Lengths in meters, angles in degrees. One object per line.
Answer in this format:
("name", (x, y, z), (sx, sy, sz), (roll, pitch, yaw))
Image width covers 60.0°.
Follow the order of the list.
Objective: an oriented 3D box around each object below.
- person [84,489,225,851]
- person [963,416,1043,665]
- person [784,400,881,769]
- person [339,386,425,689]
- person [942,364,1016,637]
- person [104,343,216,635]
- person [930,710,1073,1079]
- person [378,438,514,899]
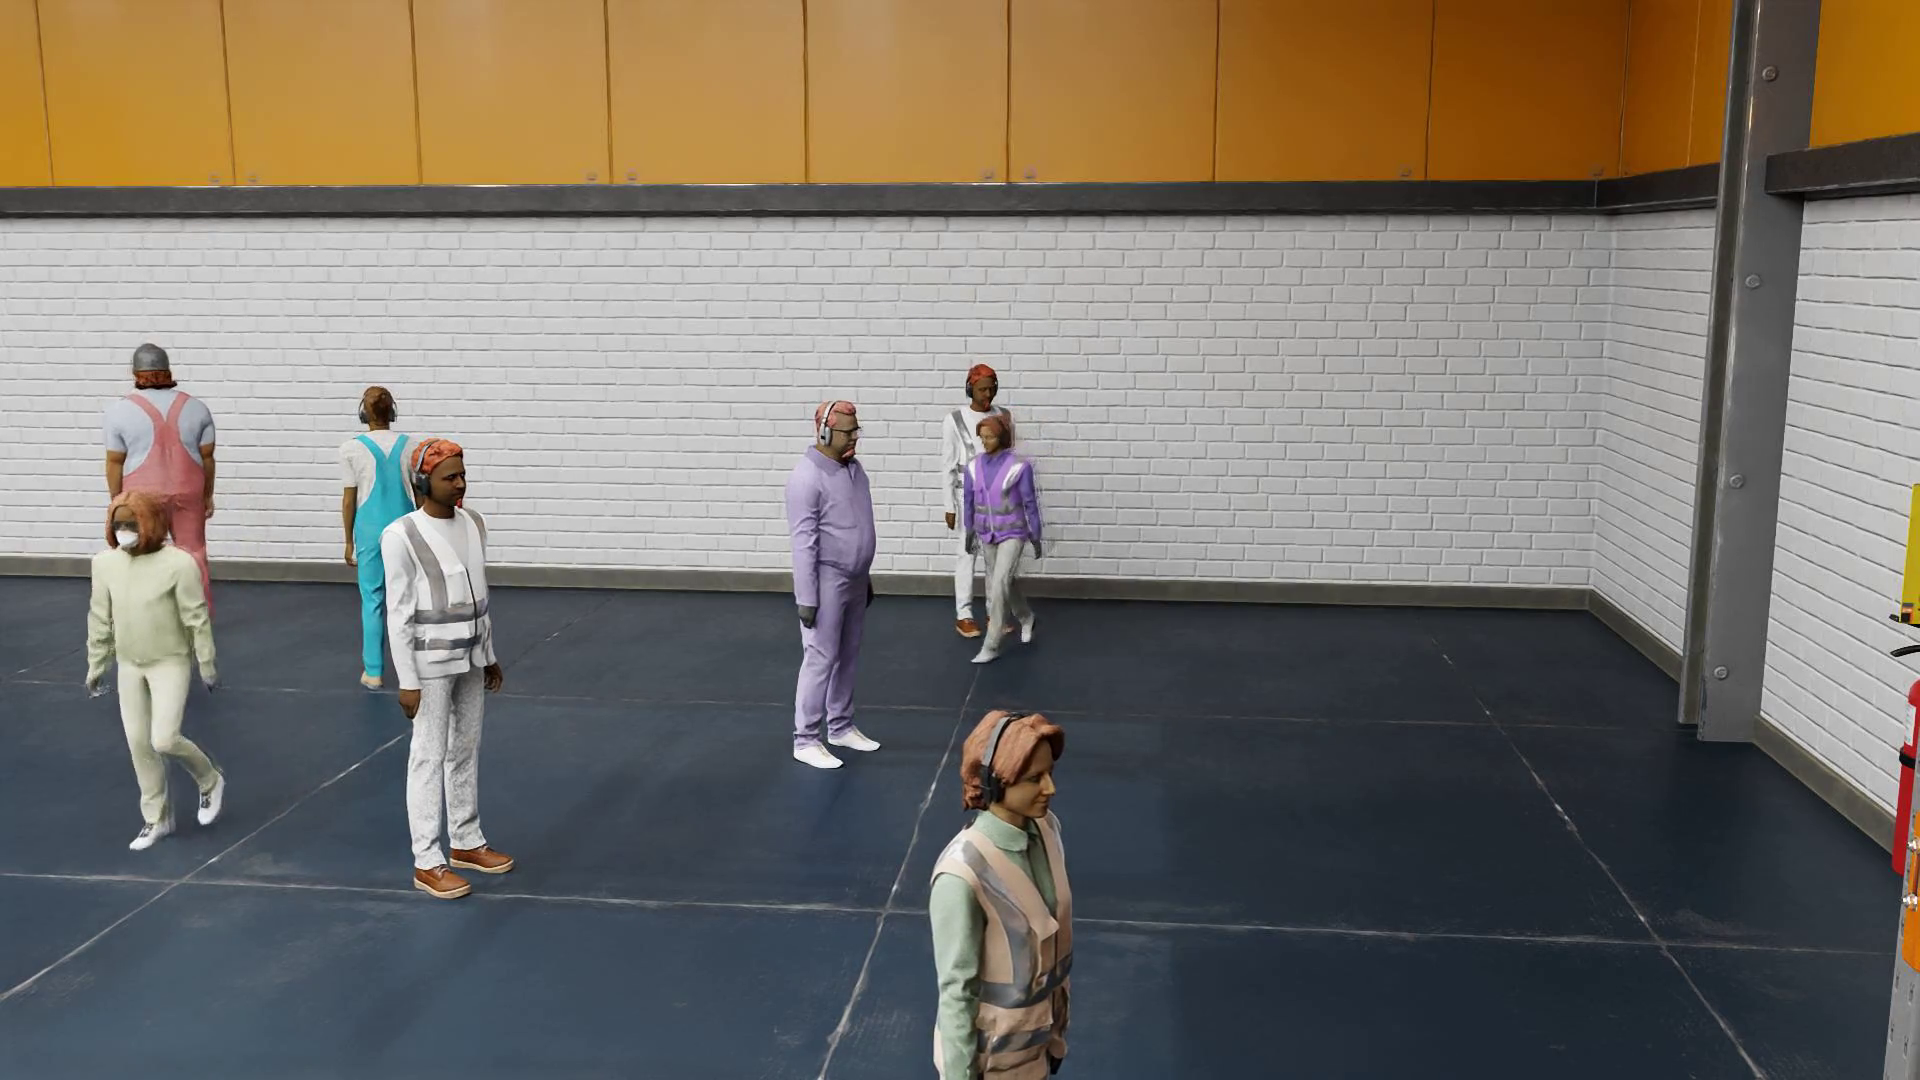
("person", (-3.566, 0.567, 7.376), (0.520, 1.619, 0.391), (2, 10, 10))
("person", (0.315, -0.036, 10.913), (0.537, 1.594, 0.857), (7, 12, 35))
("person", (-0.631, 0.225, 8.565), (0.401, 1.895, 0.645), (4, 11, 24))
("person", (-3.481, -0.015, 10.097), (0.501, 1.838, 0.340), (-7, 12, -34))
("person", (0.145, -0.270, 11.433), (0.583, 1.879, 0.365), (-6, 12, -31))
("person", (-5.424, -0.329, 11.298), (0.694, 2.000, 0.537), (-8, 13, -40))
("person", (0.096, 1.183, 3.790), (0.310, 1.638, 0.522), (5, 11, 26))
("person", (-2.121, 0.519, 6.894), (0.350, 1.882, 0.583), (4, 11, 22))
